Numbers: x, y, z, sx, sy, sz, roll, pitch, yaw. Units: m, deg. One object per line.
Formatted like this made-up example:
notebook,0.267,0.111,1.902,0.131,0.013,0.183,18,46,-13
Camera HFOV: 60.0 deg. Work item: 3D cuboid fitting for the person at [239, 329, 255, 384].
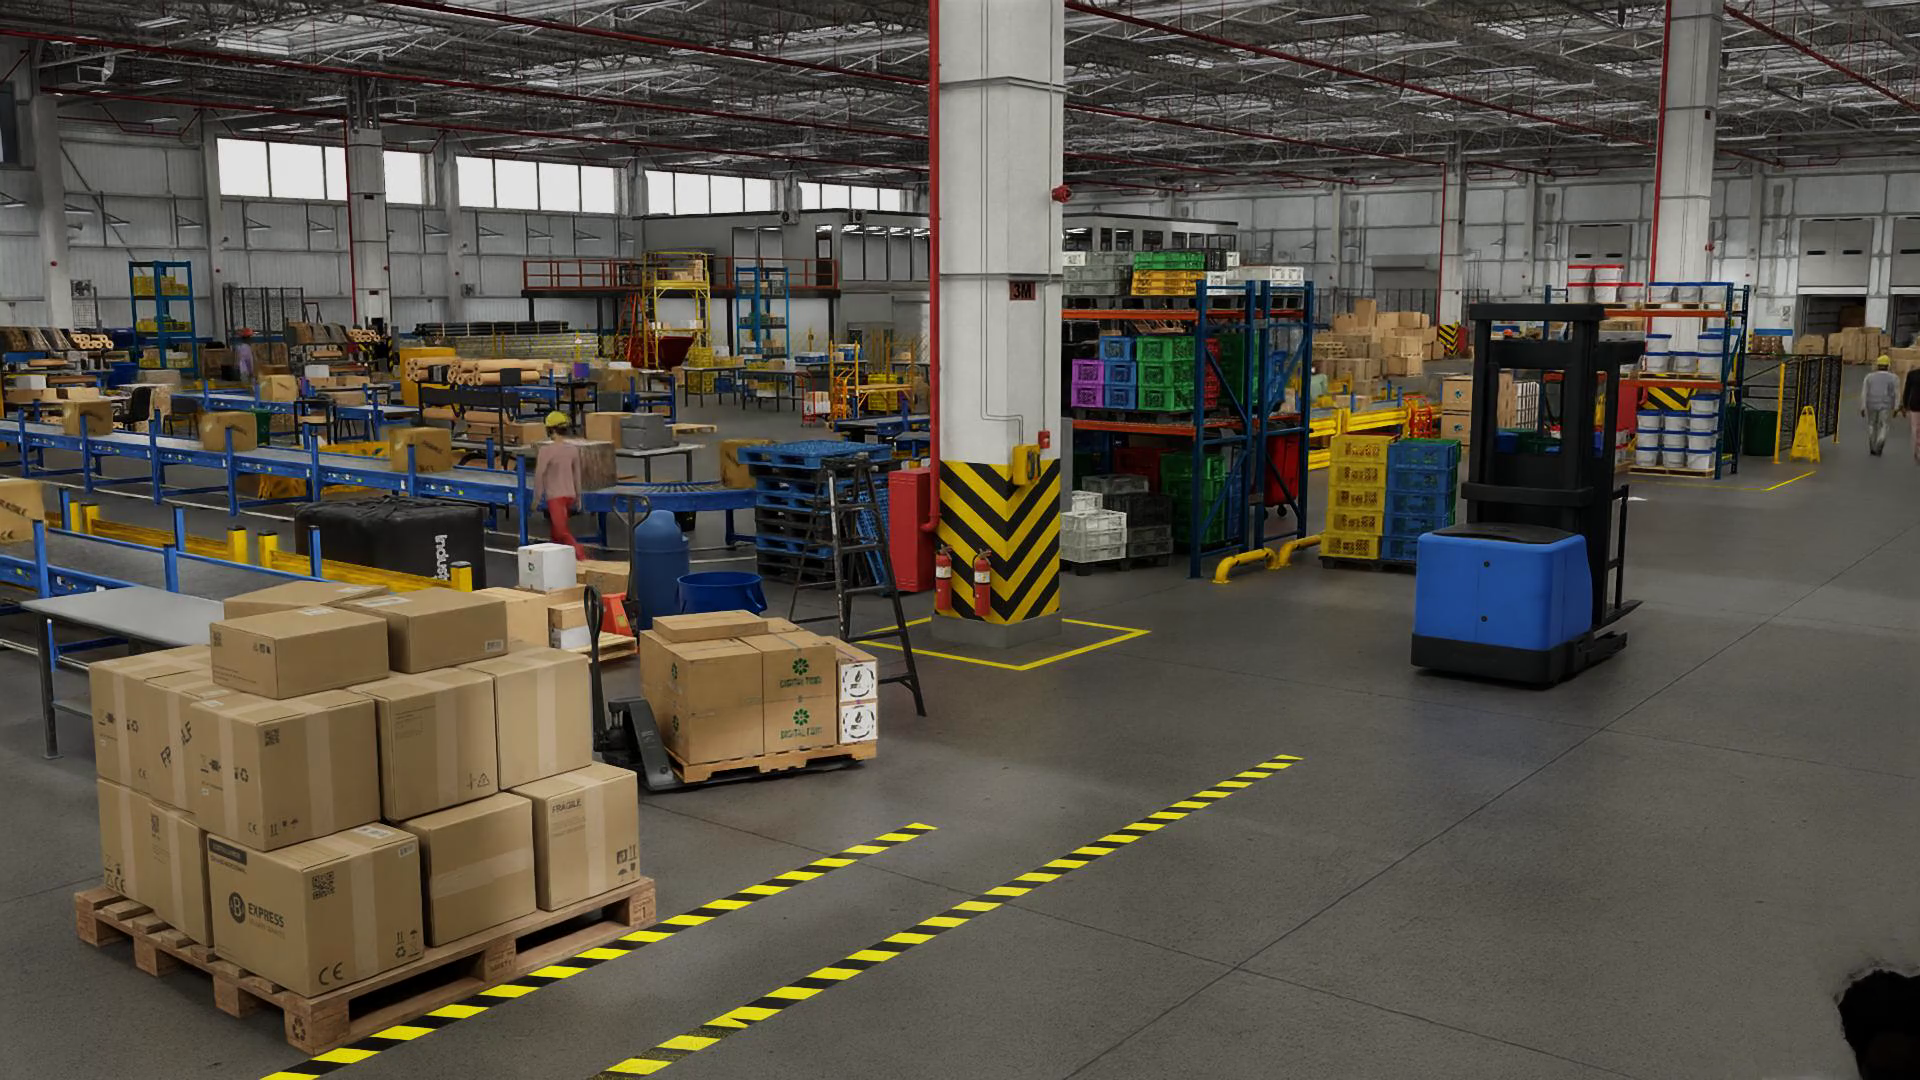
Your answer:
person,-17.708,-4.271,41.626,1.023,1.997,0.639,-3,9,-19

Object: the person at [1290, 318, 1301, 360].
person,14.710,-8.795,72.581,0.438,1.871,0.592,1,9,9

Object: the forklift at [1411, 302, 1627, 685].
forklift,4.379,-0.438,12.852,1.129,2.768,1.873,7,11,37

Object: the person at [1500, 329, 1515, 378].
person,14.808,-4.736,45.029,0.411,1.925,0.568,7,11,38

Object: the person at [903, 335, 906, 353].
person,-2.161,-8.368,70.500,0.496,1.625,0.288,2,9,10

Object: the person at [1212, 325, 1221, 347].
person,8.023,-5.791,52.199,0.618,1.929,1.000,-2,9,-11

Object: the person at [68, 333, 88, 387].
person,-22.444,-4.314,42.268,0.642,1.902,0.399,5,10,30

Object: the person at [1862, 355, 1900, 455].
person,16.342,-2.382,29.547,0.601,1.815,0.613,6,10,35

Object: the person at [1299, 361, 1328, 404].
person,6.837,-2.676,32.260,0.527,1.581,0.863,6,10,33

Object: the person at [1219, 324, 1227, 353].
person,9.457,-6.907,60.109,0.983,1.789,0.535,1,9,8

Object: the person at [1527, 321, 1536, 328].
person,27.202,-9.815,79.184,0.605,1.951,0.380,-7,11,-38

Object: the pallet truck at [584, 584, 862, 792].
pallet truck,-1.426,0.805,10.019,1.601,1.201,0.680,-4,9,-26

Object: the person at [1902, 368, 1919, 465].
person,16.403,-2.274,28.296,0.609,1.970,0.882,7,11,39

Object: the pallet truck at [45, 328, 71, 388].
pallet truck,-23.775,-4.544,43.495,1.885,1.965,0.823,6,10,35

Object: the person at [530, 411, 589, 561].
person,-3.958,-0.428,16.642,0.859,1.731,0.529,4,9,27

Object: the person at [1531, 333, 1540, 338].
person,15.648,-4.729,45.341,0.543,1.821,1.004,-8,11,-42

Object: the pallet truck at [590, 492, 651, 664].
pallet truck,-3.115,0.344,12.883,0.653,1.274,1.630,7,11,37

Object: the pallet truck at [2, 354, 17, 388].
pallet truck,-24.881,-4.417,42.634,1.885,1.965,0.823,8,11,41

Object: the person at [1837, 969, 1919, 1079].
person,1.743,1.587,3.219,0.526,1.677,0.724,5,10,30

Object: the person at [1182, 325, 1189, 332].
person,7.285,-6.019,53.866,0.313,1.869,0.538,4,9,26
